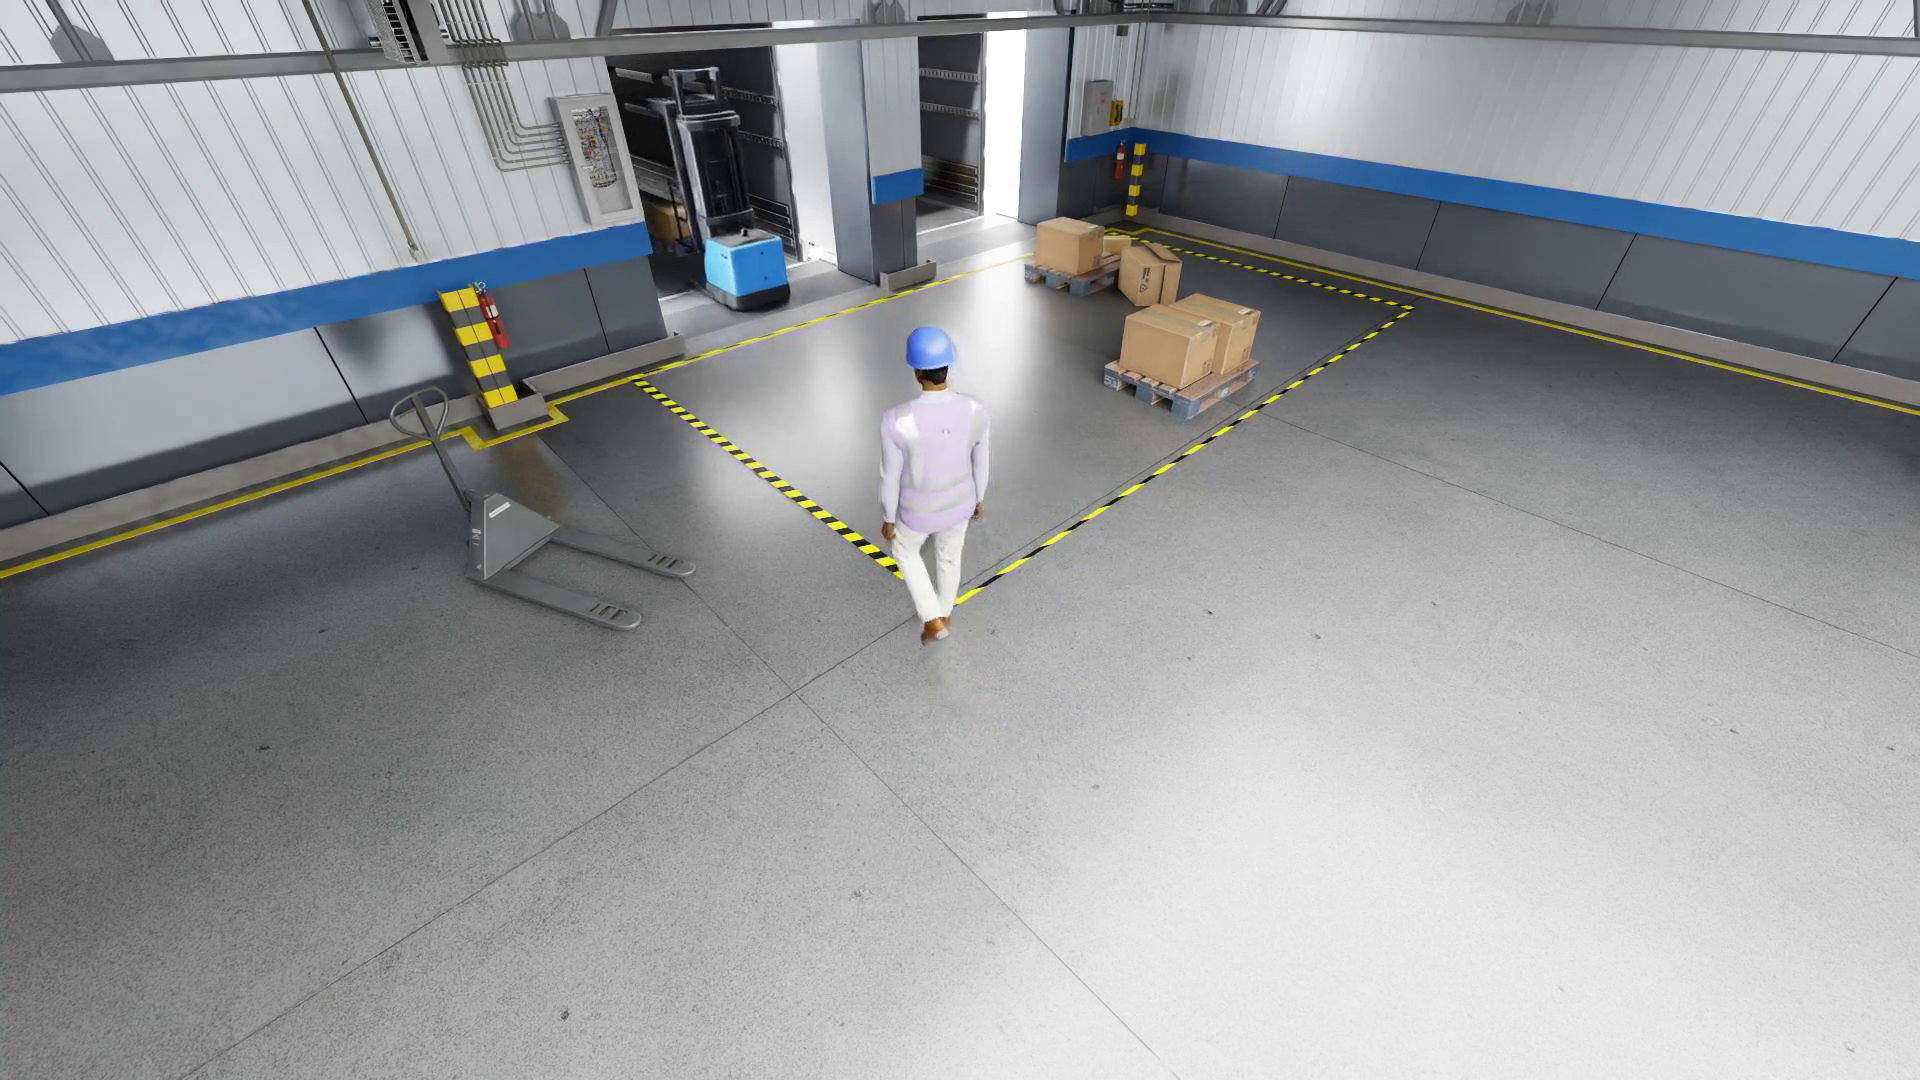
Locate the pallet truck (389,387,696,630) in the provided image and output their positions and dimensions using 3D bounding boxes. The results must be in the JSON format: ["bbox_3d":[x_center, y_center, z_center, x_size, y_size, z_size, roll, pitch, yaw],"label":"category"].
[{"bbox_3d":[-2.613,-0.247,4.593,1.601,1.201,0.680,14,40,17],"label":"pallet truck"}]

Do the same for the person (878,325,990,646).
[{"bbox_3d":[-0.119,-0.180,3.940,0.627,1.928,0.586,-16,40,-19],"label":"person"}]

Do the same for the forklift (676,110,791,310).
[{"bbox_3d":[-2.639,-3.814,8.552,0.716,2.013,0.776,-30,47,-33],"label":"forklift"}]
